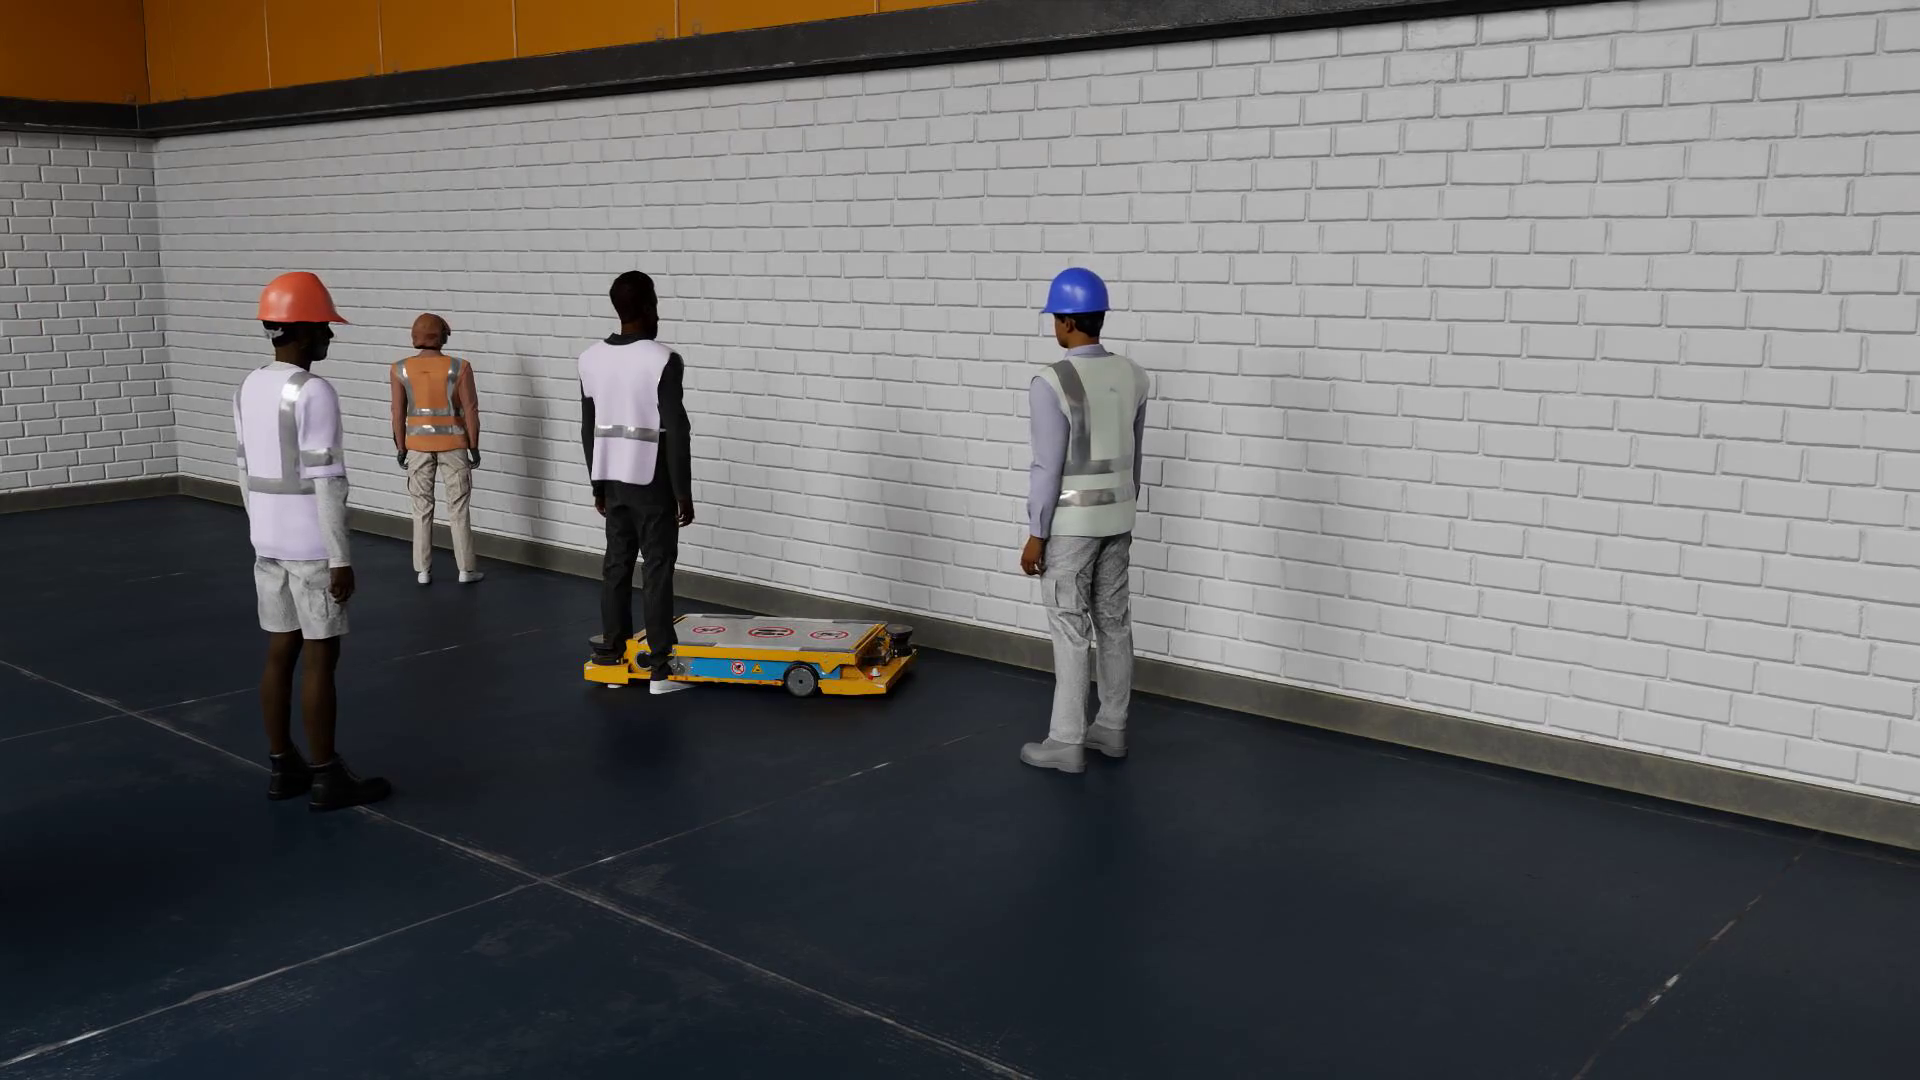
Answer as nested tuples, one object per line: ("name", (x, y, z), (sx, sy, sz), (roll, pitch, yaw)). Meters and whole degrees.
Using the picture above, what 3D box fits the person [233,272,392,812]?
("person", (-2.363, 0.008, 6.028), (0.547, 1.937, 0.379), (7, 12, 37))

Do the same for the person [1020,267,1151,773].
("person", (0.475, -0.073, 6.460), (0.601, 1.949, 0.385), (-10, 14, -44))

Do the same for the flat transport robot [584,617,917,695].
("flat transport robot", (-0.970, 0.525, 7.830), (1.431, 0.197, 0.652), (2, 10, 11))

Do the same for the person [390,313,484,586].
("person", (-3.132, -0.535, 9.970), (0.514, 1.640, 0.310), (-1, 10, -4))

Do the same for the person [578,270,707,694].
("person", (-1.465, -0.255, 7.573), (0.589, 1.922, 0.392), (6, 11, 29))
